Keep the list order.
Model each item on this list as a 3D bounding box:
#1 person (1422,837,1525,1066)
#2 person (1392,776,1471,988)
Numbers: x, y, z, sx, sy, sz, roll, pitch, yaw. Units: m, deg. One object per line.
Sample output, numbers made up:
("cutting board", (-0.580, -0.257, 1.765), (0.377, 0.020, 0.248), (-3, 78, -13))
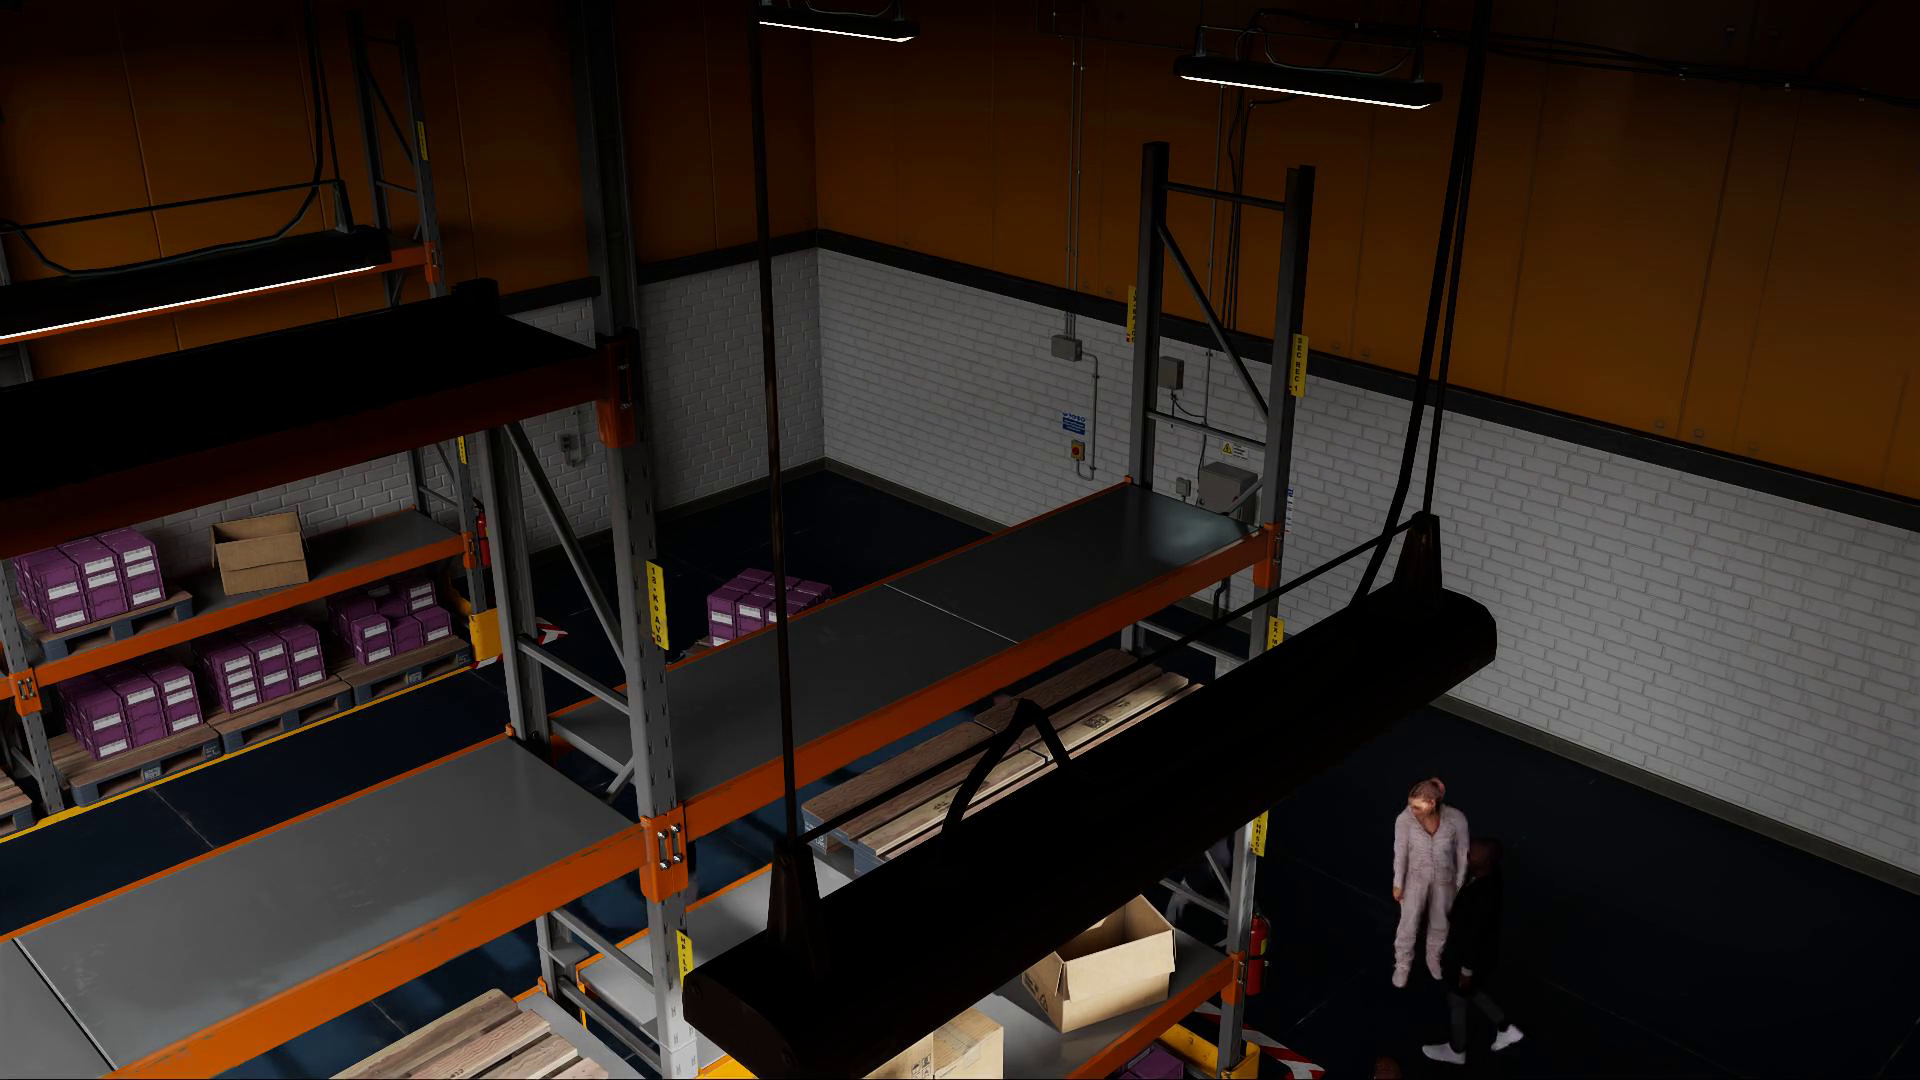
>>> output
("person", (3.390, 2.664, 10.671), (0.868, 1.748, 0.882), (11, 26, 23))
("person", (3.231, 2.331, 11.540), (0.774, 1.661, 0.829), (-4, 24, -10))
